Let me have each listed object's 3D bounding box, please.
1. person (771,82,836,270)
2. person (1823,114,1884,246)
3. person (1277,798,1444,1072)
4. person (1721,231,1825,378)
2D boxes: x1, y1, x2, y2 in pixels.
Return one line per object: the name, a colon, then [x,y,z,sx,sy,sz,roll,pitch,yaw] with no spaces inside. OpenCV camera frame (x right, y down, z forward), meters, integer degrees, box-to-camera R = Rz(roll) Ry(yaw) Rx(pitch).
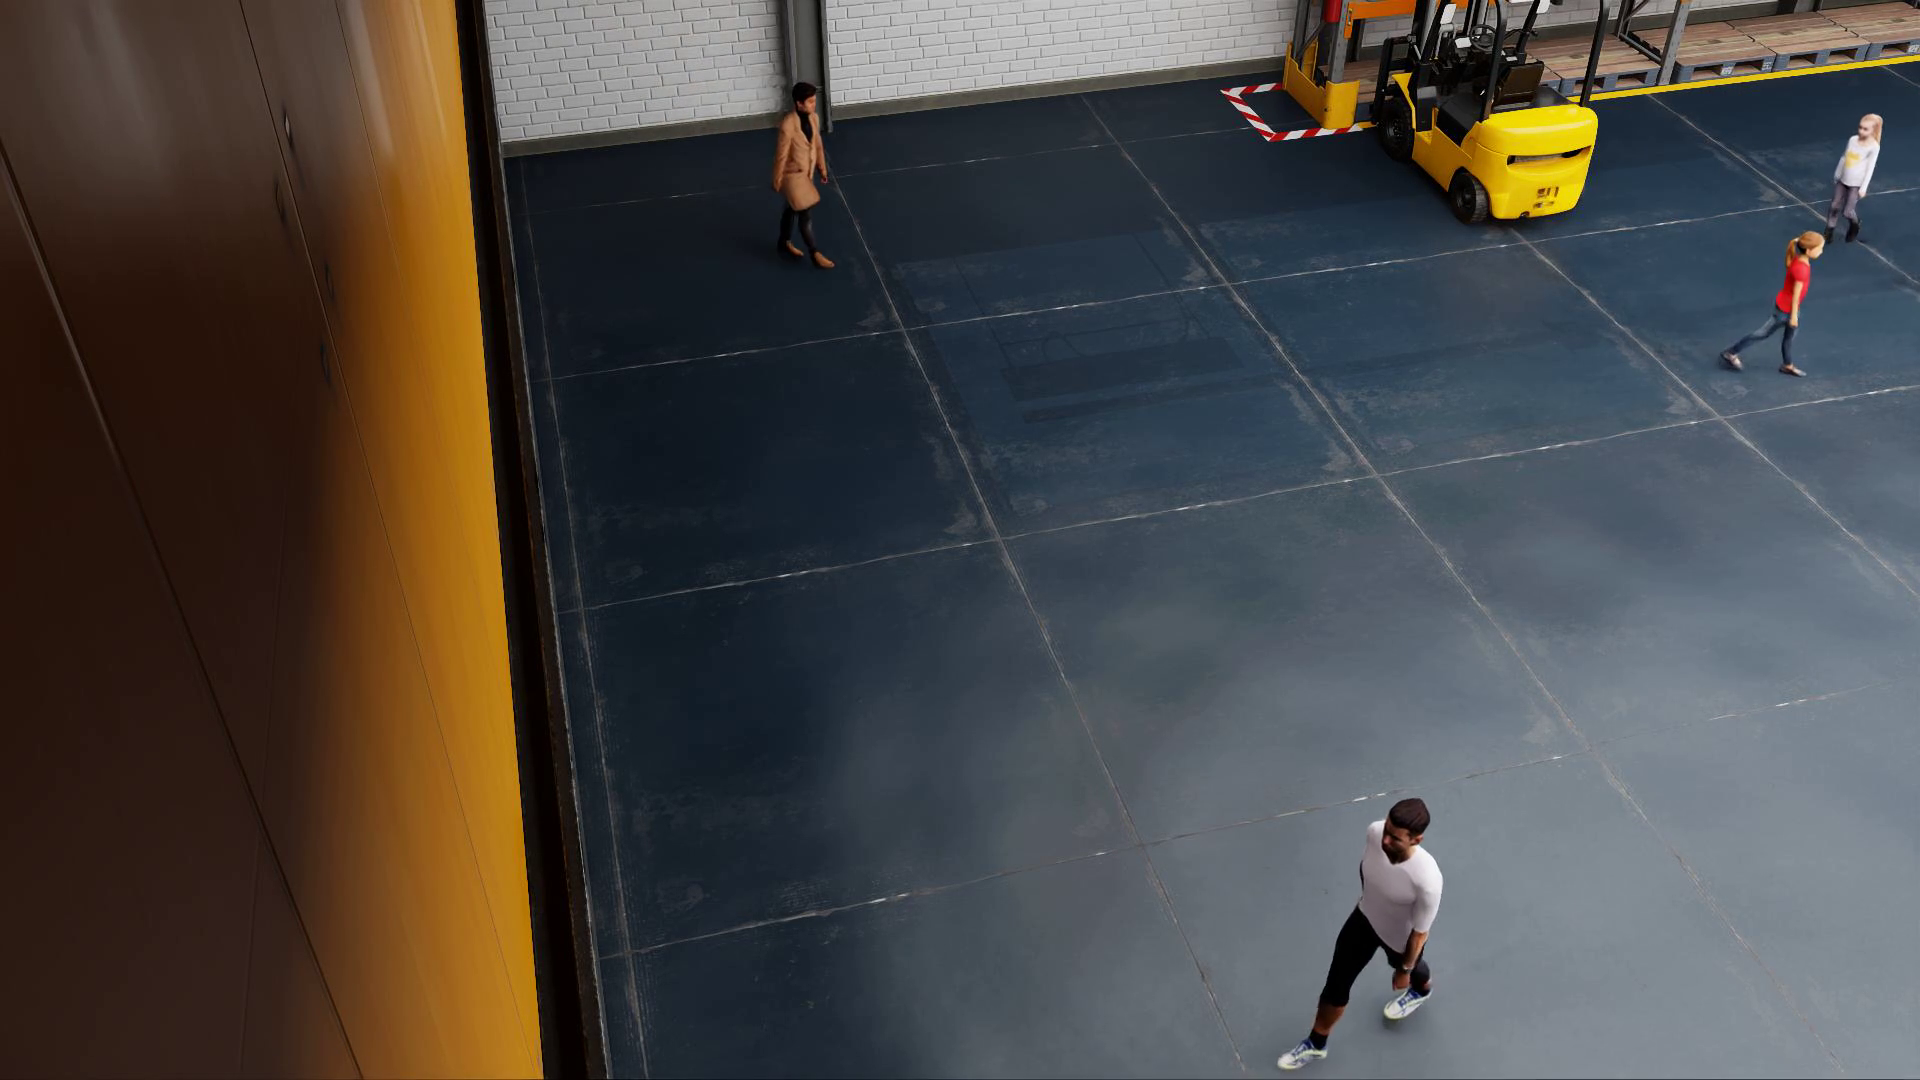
person: [-1.533,-3.283,14.821,1.059,1.697,1.000,21,43,24]
person: [8.165,-3.269,15.144,0.710,1.271,0.569,-16,41,-19]
person: [2.199,1.895,8.254,1.324,1.800,0.933,-21,43,-24]
person: [6.587,-1.903,13.418,0.945,1.291,0.847,16,41,19]
